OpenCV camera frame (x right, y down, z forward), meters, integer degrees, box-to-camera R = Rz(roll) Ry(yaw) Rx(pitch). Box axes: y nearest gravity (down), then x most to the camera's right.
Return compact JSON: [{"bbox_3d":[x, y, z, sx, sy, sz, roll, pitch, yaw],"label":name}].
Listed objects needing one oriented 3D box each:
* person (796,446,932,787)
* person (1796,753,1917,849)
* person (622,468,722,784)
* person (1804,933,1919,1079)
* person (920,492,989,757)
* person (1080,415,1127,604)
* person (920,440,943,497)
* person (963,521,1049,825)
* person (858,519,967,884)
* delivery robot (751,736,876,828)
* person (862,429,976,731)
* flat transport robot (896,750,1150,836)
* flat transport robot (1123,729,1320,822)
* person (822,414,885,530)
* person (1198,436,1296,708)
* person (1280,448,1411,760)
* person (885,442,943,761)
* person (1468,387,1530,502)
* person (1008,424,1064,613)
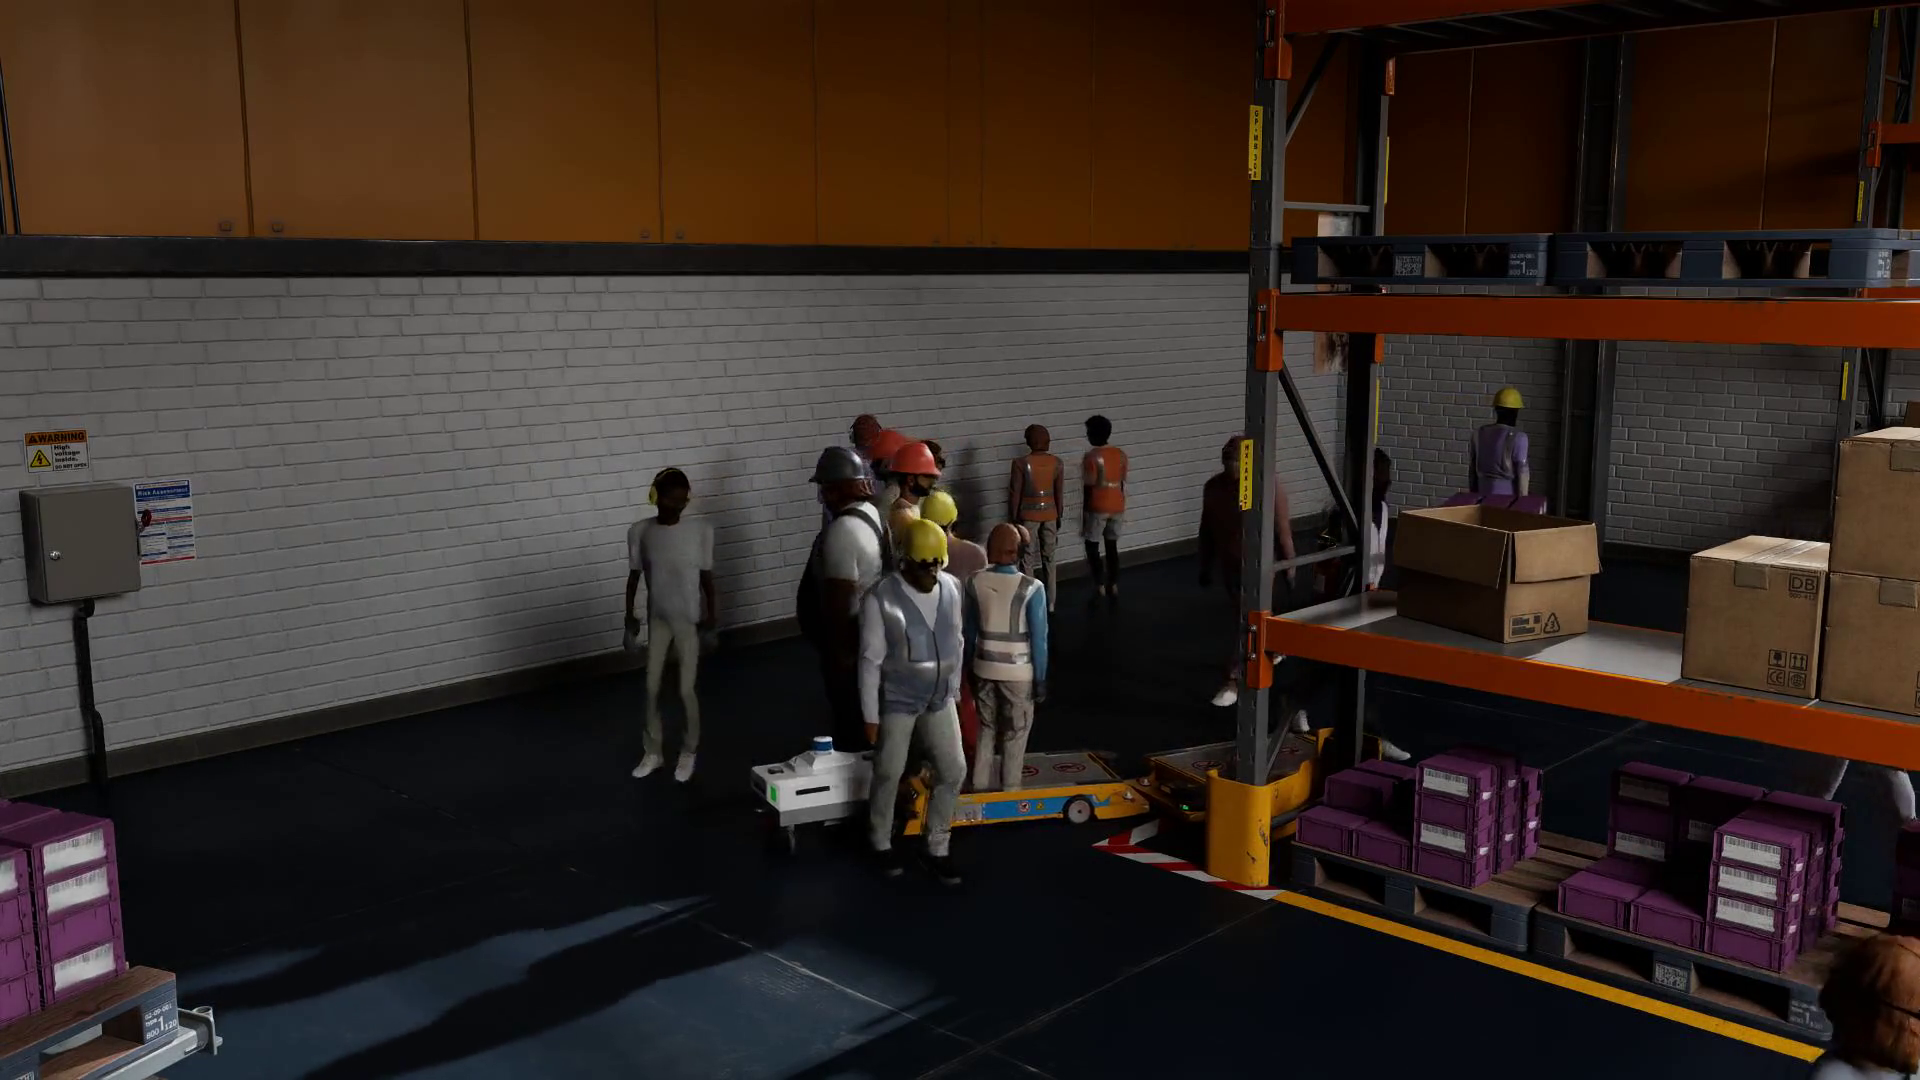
[{"bbox_3d":[-0.512,0.468,9.043,0.786,2.000,0.705,2,10,14],"label":"person"},{"bbox_3d":[4.147,0.824,7.558,0.517,1.817,0.993,-9,13,-44],"label":"person"},{"bbox_3d":[-1.639,0.487,9.557,0.613,1.837,0.507,1,9,5],"label":"person"},{"bbox_3d":[1.938,1.603,3.449,0.522,1.595,0.800,-6,11,-33],"label":"person"},{"bbox_3d":[-0.083,0.574,9.373,0.537,1.702,0.847,6,11,35],"label":"person"},{"bbox_3d":[1.298,-0.265,14.713,0.608,1.665,0.544,-8,12,-39],"label":"person"},{"bbox_3d":[-0.222,0.267,10.875,0.507,1.846,0.345,8,13,42],"label":"person"},{"bbox_3d":[0.231,0.717,8.782,0.517,1.631,0.374,7,12,36],"label":"person"},{"bbox_3d":[-0.194,0.773,7.983,0.648,1.772,0.706,-6,11,-33],"label":"person"},{"bbox_3d":[-0.701,1.248,8.515,0.707,0.478,0.477,-5,10,-26],"label":"delivery robot"},{"bbox_3d":[-0.303,0.285,10.424,0.912,1.963,0.620,3,10,19],"label":"person"},{"bbox_3d":[0.244,1.354,9.024,1.431,0.197,0.652,-2,10,-14],"label":"flat transport robot"},{"bbox_3d":[1.684,1.305,9.323,1.431,0.197,0.652,-5,10,-27],"label":"flat transport robot"},{"bbox_3d":[-0.680,0.038,12.093,0.655,1.906,0.407,-1,9,-9],"label":"person"},{"bbox_3d":[1.998,0.172,11.524,1.054,1.841,0.680,-9,13,-43],"label":"person"},{"bbox_3d":[2.380,0.356,10.245,0.908,1.885,0.605,8,12,40],"label":"person"},{"bbox_3d":[-0.276,0.388,9.846,0.355,1.938,0.544,0,9,1],"label":"person"},{"bbox_3d":[4.718,-0.368,14.516,0.381,1.924,0.594,-6,11,-32],"label":"person"},{"bbox_3d":[0.656,-0.172,14.226,0.517,1.633,0.311,-4,10,-25],"label":"person"}]
